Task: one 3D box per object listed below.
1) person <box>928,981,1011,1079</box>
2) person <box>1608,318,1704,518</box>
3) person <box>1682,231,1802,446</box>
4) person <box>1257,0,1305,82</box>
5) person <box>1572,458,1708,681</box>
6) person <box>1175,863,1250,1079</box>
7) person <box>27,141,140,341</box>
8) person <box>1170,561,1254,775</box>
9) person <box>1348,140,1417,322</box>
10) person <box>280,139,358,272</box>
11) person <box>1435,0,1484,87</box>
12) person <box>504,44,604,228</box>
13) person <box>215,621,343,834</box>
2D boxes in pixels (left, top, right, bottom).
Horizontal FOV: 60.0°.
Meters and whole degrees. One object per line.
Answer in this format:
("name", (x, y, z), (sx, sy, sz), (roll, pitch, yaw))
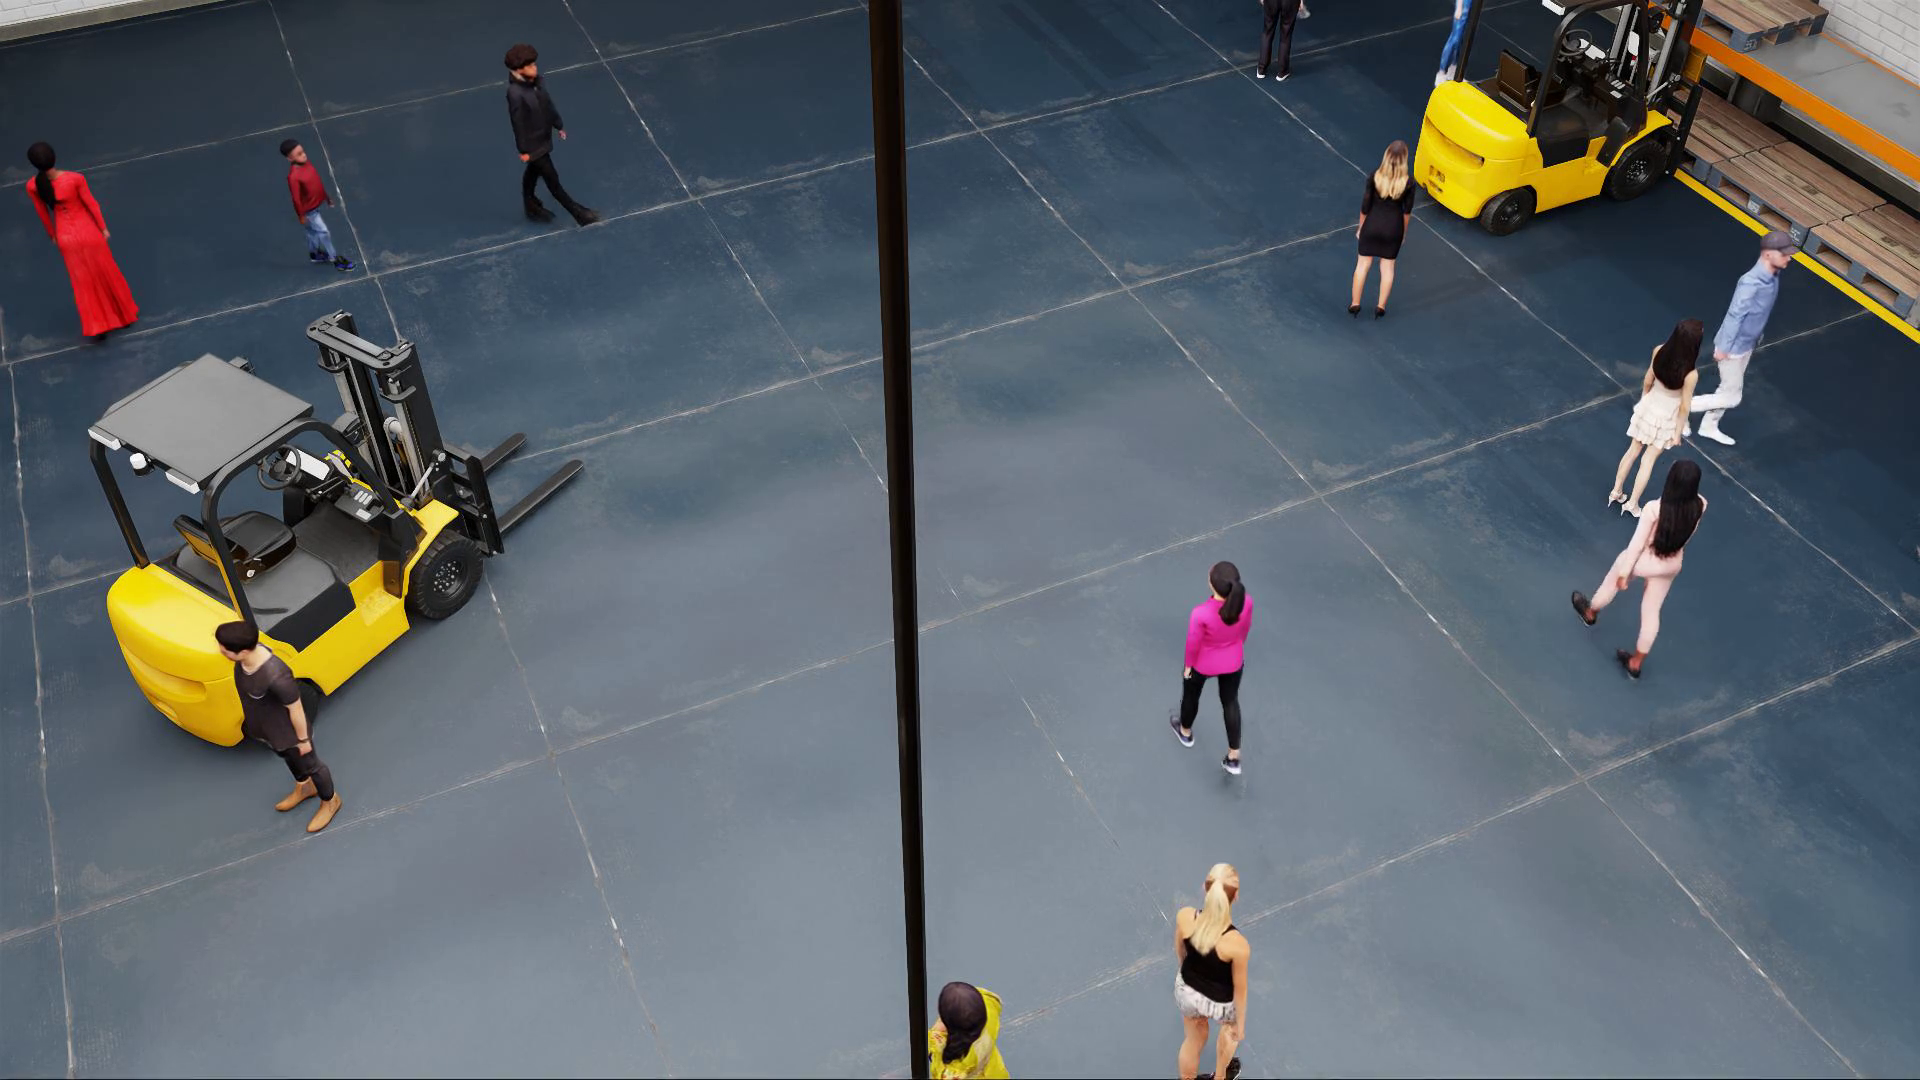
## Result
("person", (0.024, 2.695, 8.279), (1.030, 1.659, 0.999), (20, 47, 19))
("person", (5.005, -0.870, 11.958), (0.626, 1.736, 0.459), (-19, 47, -19))
("person", (5.819, -1.541, 12.562), (0.885, 1.876, 0.807), (32, 52, 29))
("person", (3.258, -5.510, 16.822), (0.662, 1.746, 0.721), (14, 45, 14))
("person", (4.539, 0.235, 10.832), (0.817, 1.690, 1.074), (-8, 44, -8))
("person", (1.215, 2.370, 8.491), (0.765, 1.827, 0.852), (32, 52, 29))
("person", (-7.196, -2.440, 13.577), (0.681, 1.787, 0.756), (-10, 45, -10))
("person", (1.614, 0.790, 10.257), (0.683, 1.690, 0.928), (-12, 45, -12))
("person", (3.491, -2.552, 13.766), (0.609, 1.677, 0.643), (9, 44, 10))
("person", (-5.724, -2.930, 14.480), (0.742, 1.240, 0.732), (2, 44, 3))
("person", (5.100, -5.380, 16.664), (0.634, 1.786, 0.650), (-31, 51, -28))
("person", (-3.852, -3.582, 14.804), (1.112, 1.737, 1.094), (11, 45, 11))
("person", (-4.059, 1.065, 9.944), (0.643, 1.713, 0.765), (29, 51, 27))
